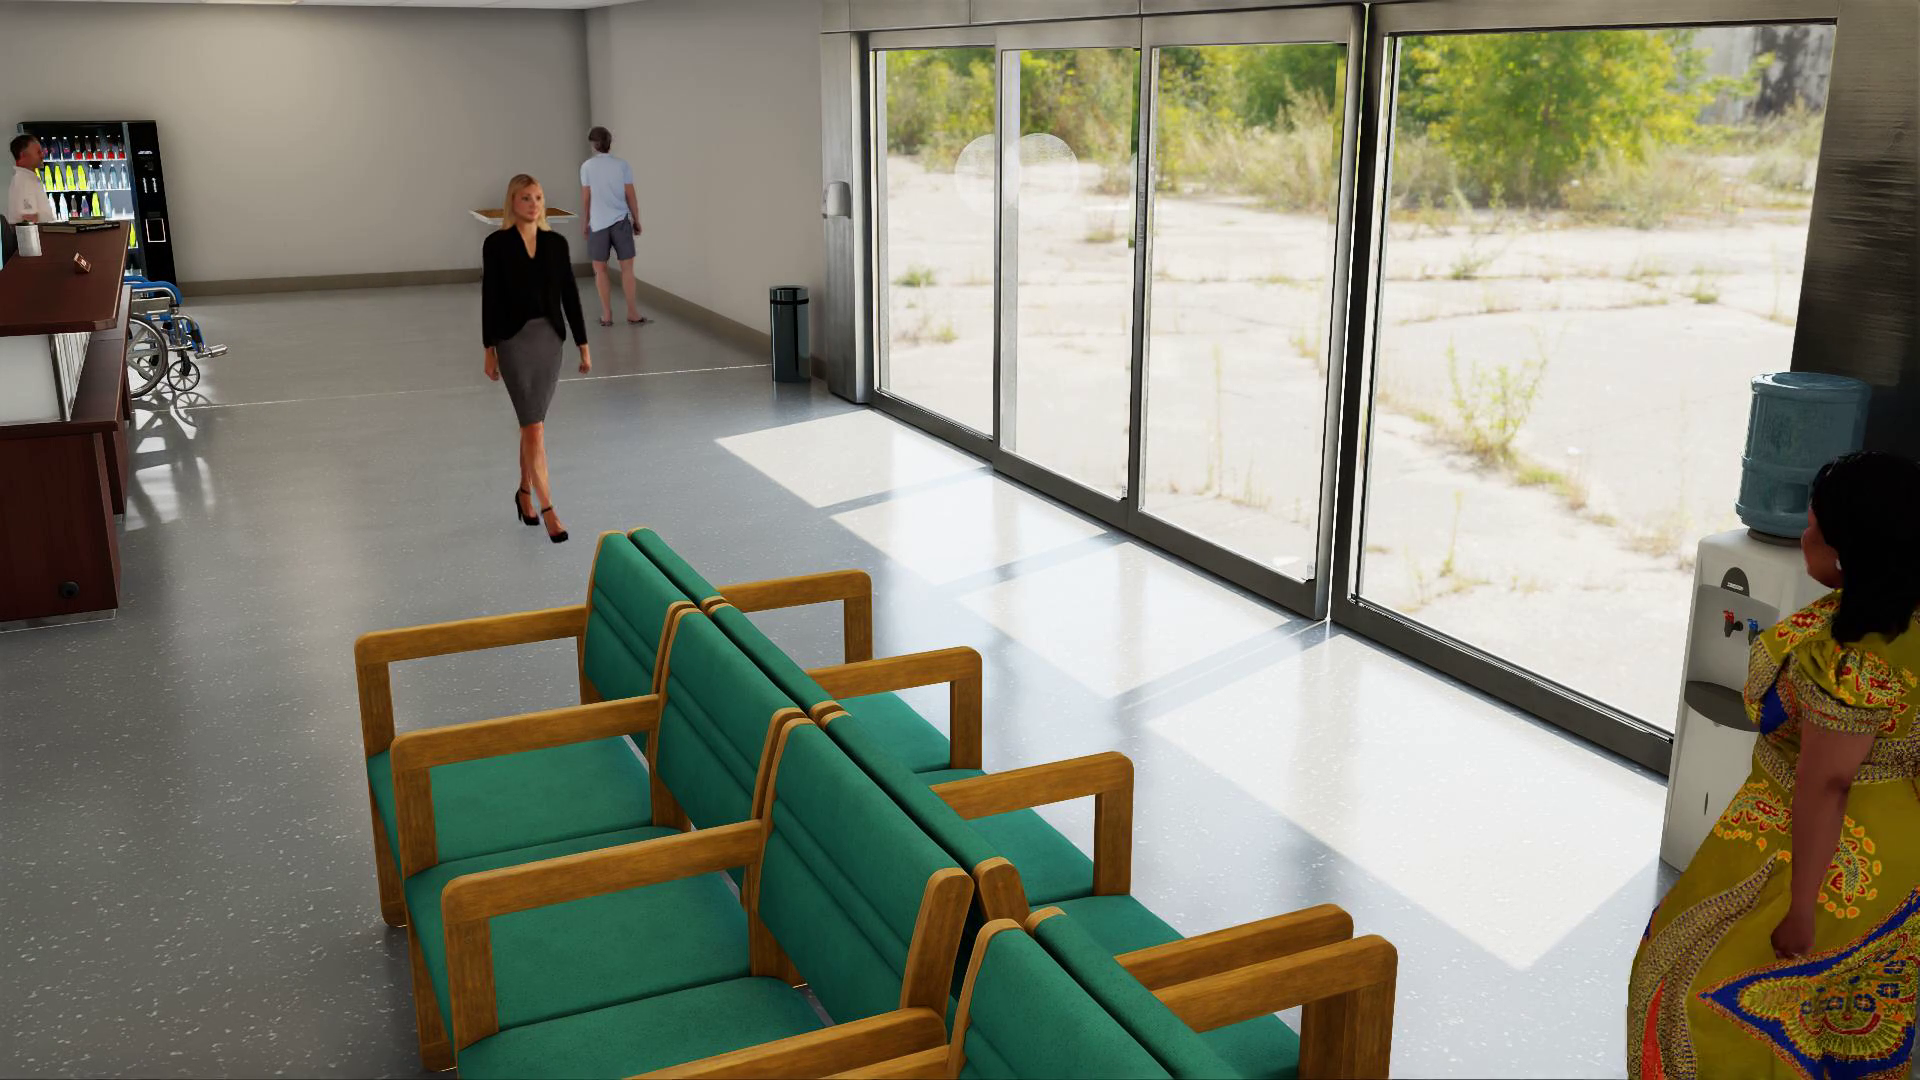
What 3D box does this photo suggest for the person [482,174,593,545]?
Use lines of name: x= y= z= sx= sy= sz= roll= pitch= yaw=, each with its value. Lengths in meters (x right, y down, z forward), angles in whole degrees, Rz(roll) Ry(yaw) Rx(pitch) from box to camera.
person: x=-2.201 y=-0.899 z=8.392 sx=1.006 sy=1.803 sz=0.819 roll=-11 pitch=19 yaw=-34

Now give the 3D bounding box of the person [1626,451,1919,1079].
person: x=1.729 y=0.659 z=3.158 sx=0.809 sy=1.647 sz=0.962 roll=-15 pitch=21 yaw=-42

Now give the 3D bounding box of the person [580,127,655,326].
person: x=-3.244 y=-2.927 z=15.558 sx=0.589 sy=1.819 sz=0.879 roll=-2 pitch=16 yaw=-7

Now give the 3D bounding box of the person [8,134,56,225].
person: x=-7.377 y=-2.246 z=13.104 sx=0.703 sy=1.840 sz=0.726 roll=-4 pitch=16 yaw=-14
